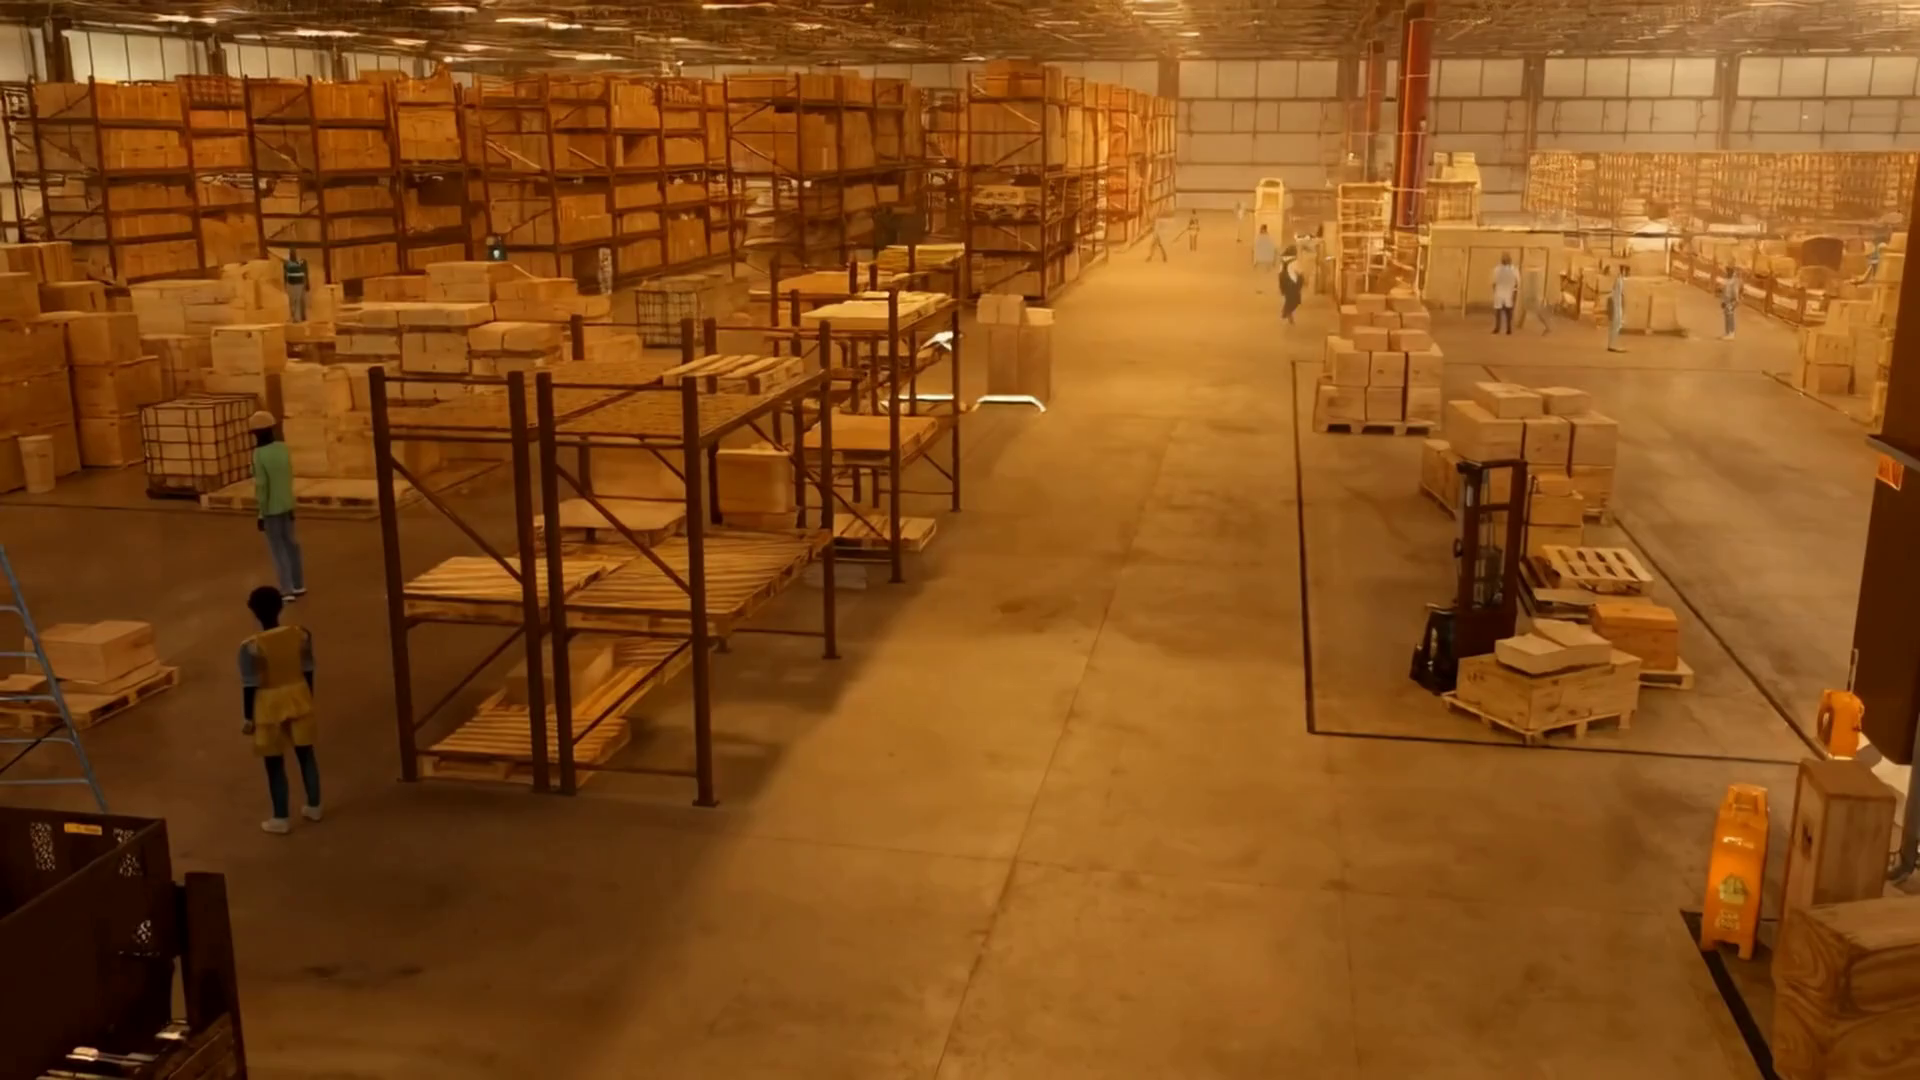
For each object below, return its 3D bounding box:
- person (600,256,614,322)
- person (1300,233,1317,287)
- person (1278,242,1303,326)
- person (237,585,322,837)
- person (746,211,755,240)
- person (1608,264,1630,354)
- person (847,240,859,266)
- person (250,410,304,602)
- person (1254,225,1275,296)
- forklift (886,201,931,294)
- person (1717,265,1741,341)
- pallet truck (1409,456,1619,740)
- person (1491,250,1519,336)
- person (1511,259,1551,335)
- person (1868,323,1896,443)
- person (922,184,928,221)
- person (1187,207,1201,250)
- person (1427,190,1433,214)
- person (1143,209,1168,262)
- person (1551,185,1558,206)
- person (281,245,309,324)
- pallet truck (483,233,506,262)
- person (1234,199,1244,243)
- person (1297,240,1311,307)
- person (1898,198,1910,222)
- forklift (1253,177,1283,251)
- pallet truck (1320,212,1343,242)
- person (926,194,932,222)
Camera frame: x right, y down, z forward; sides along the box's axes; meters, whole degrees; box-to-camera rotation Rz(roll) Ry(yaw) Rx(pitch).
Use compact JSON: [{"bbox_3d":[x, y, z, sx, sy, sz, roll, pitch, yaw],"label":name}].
[{"bbox_3d":[-8.594,-6.075,40.440,0.313,1.636,0.517,-3,14,-13],"label":"person"},{"bbox_3d":[10.467,-8.424,50.062,0.515,1.593,0.836,5,15,19],"label":"person"},{"bbox_3d":[7.874,-6.099,39.694,0.662,2.000,0.691,-9,17,-33],"label":"person"},{"bbox_3d":[-4.519,1.131,11.057,0.320,1.692,0.531,10,17,35],"label":"person"},{"bbox_3d":[-9.011,-13.809,71.298,0.642,1.903,0.990,2,14,7],"label":"person"},{"bbox_3d":[13.927,-4.874,35.071,0.328,1.872,0.508,1,14,5],"label":"person"},{"bbox_3d":[-2.731,-6.707,42.488,0.361,1.882,0.575,-1,14,-5],"label":"person"},{"bbox_3d":[-6.816,-0.335,16.540,0.383,1.921,0.585,2,14,8],"label":"person"},{"bbox_3d":[8.651,-7.948,47.314,0.608,1.986,0.389,-3,14,-11],"label":"person"},{"bbox_3d":[-1.443,-7.472,43.540,1.129,2.768,1.873,3,14,10],"label":"forklift"},{"bbox_3d":[17.209,-5.291,37.143,0.320,1.692,0.537,0,14,1],"label":"person"},{"bbox_3d":[4.504,0.400,13.395,0.823,1.965,1.885,-6,15,-23],"label":"pallet truck"},{"bbox_3d":[12.442,-5.636,38.003,0.598,1.958,0.383,12,18,41],"label":"person"},{"bbox_3d":[13.257,-5.594,38.322,0.518,1.722,0.906,-12,18,-39],"label":"person"},{"bbox_3d":[13.734,-2.286,24.518,0.405,1.910,0.614,1,14,5],"label":"person"},{"bbox_3d":[-1.808,-17.388,85.661,0.649,1.971,0.460,1,14,3],"label":"person"},{"bbox_3d":[9.186,-12.218,65.269,0.541,1.683,0.487,1,14,3],"label":"person"},{"bbox_3d":[22.337,-15.575,78.467,0.617,1.885,0.992,-9,17,-33],"label":"person"},{"bbox_3d":[7.038,-10.875,59.416,0.995,1.869,0.676,-5,15,-19],"label":"person"},{"bbox_3d":[31.571,-17.906,88.113,0.828,1.815,0.595,-4,14,-15],"label":"person"},{"bbox_3d":[-16.098,-6.174,40.275,0.592,1.911,0.385,-13,19,-41],"label":"person"},{"bbox_3d":[-11.832,-7.026,43.548,1.885,1.965,0.823,8,16,28],"label":"pallet truck"},{"bbox_3d":[11.674,-13.384,69.769,0.407,1.813,0.745,-1,14,-3],"label":"person"},{"bbox_3d":[9.169,-7.090,44.286,0.330,1.765,0.532,-5,15,-21],"label":"person"},{"bbox_3d":[40.206,-13.627,70.704,0.596,1.821,0.591,5,15,18],"label":"person"},{"bbox_3d":[12.083,-12.747,64.956,1.129,2.768,1.873,3,14,10],"label":"forklift"},{"bbox_3d":[15.874,-13.227,70.310,0.680,1.201,1.601,10,17,35],"label":"pallet truck"},{"bbox_3d":[-1.612,-17.190,85.295,0.332,1.765,0.532,-9,16,-31],"label":"person"}]
